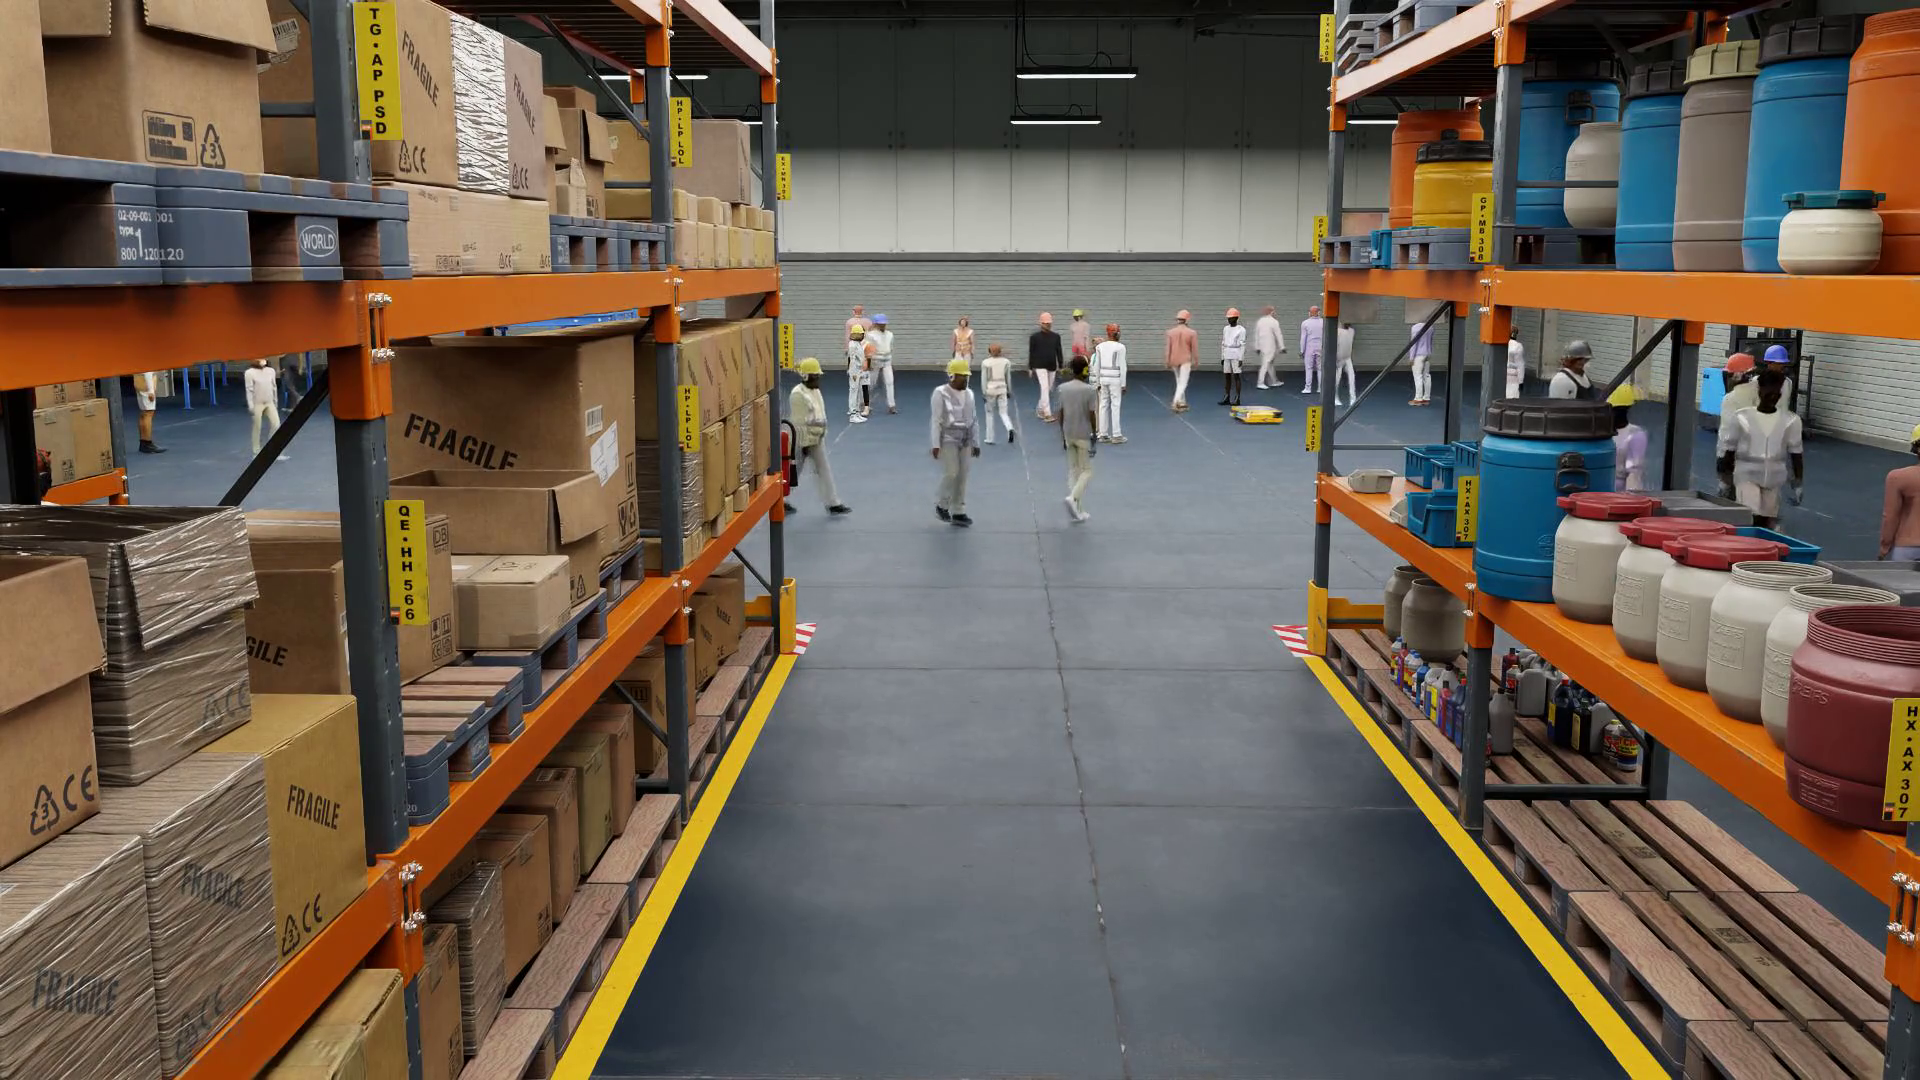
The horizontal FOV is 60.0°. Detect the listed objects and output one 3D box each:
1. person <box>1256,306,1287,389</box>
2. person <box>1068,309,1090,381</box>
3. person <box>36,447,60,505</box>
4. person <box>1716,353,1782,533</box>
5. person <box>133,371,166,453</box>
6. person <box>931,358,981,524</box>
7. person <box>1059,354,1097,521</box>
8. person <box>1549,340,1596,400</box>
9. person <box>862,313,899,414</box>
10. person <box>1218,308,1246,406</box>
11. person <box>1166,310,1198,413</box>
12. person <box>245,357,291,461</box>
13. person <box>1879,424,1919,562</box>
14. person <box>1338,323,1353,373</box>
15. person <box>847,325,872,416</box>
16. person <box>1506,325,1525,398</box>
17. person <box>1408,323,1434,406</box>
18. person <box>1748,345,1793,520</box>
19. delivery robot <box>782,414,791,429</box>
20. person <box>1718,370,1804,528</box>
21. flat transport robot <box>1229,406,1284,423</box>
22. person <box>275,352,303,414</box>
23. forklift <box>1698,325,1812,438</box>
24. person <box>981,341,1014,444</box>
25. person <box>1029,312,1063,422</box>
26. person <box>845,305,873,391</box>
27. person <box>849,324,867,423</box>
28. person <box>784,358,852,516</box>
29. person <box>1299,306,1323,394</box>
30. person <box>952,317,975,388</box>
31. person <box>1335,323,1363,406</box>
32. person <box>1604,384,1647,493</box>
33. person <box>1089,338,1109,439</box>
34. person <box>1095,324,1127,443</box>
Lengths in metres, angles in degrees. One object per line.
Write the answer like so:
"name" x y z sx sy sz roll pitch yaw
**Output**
"person" 7.085 -4.348 37.604 0.929 1.866 0.645 -4 10 -23
"person" 2.806 -4.606 39.471 0.553 1.751 0.363 6 11 32
"person" -4.914 0.437 8.893 0.583 1.882 0.337 0 9 -1
"person" 7.732 -0.851 16.367 0.617 1.972 0.850 -6 11 -33
"person" -12.252 -2.295 25.105 0.374 1.935 0.552 -8 12 -39
"person" -0.037 -1.070 18.099 0.624 1.819 0.412 -9 13 -43
"person" 1.276 -1.110 18.299 0.503 1.849 0.544 6 11 34
"person" 6.781 -1.257 18.700 0.692 2.000 0.954 -9 13 -43
"person" -1.554 -3.367 31.671 0.617 1.901 1.009 -6 11 -34
"person" 5.450 -3.668 33.317 0.361 1.940 0.543 -9 13 -42
"person" 4.231 -3.423 31.822 0.629 1.962 0.954 6 11 30
"person" -9.896 -1.903 23.743 0.728 1.605 0.519 7 12 35
"person" 6.683 0.052 11.576 0.522 1.761 0.321 3 10 15
"person" 9.939 -5.390 43.357 0.605 2.034 0.390 3 10 16
"person" -1.880 -3.159 30.997 0.535 1.697 0.318 5 11 29
"person" 8.985 -2.603 27.243 0.429 1.841 0.625 -7 12 -35
"person" 9.266 -3.678 33.431 0.628 1.929 0.384 -8 13 -40
"person" 8.936 -1.181 18.397 0.609 1.946 0.405 -3 10 -19
"delivery robot" -2.540 -1.808 25.389 0.335 0.223 0.698 -2 10 -14
"person" 7.004 -0.512 14.476 0.625 1.910 0.995 2 10 10
"flat transport robot" 5.373 -2.291 30.189 0.652 0.197 1.431 -1 9 -4
"person" -12.639 -3.289 31.401 0.688 1.826 0.522 6 11 31
"forklift" 13.248 -3.165 27.620 1.129 2.768 1.873 0 9 1
"person" 0.596 -2.299 26.066 0.524 1.618 0.627 -4 10 -23
"person" 1.543 -3.156 30.195 0.621 1.961 0.936 -3 10 -19
"person" -2.256 -4.256 36.946 0.652 1.904 0.402 -4 10 -24
"person" -1.838 -2.995 29.876 0.294 1.744 0.486 2 10 13
"person" -1.716 -1.161 18.782 0.948 1.783 0.612 4 10 22
"person" 7.706 -4.142 36.273 0.642 1.905 0.401 -2 10 -10
"person" 0.066 -4.201 37.469 0.535 1.609 0.726 1 10 9
"person" 7.695 -3.573 33.036 0.565 1.833 0.882 -4 10 -23
"person" 5.388 -0.338 13.593 1.011 1.872 0.600 -2 10 -12
"person" 2.262 -2.468 27.023 0.309 1.641 0.515 -5 11 -28
"person" 2.407 -2.491 26.440 0.575 1.882 0.361 9 13 42
